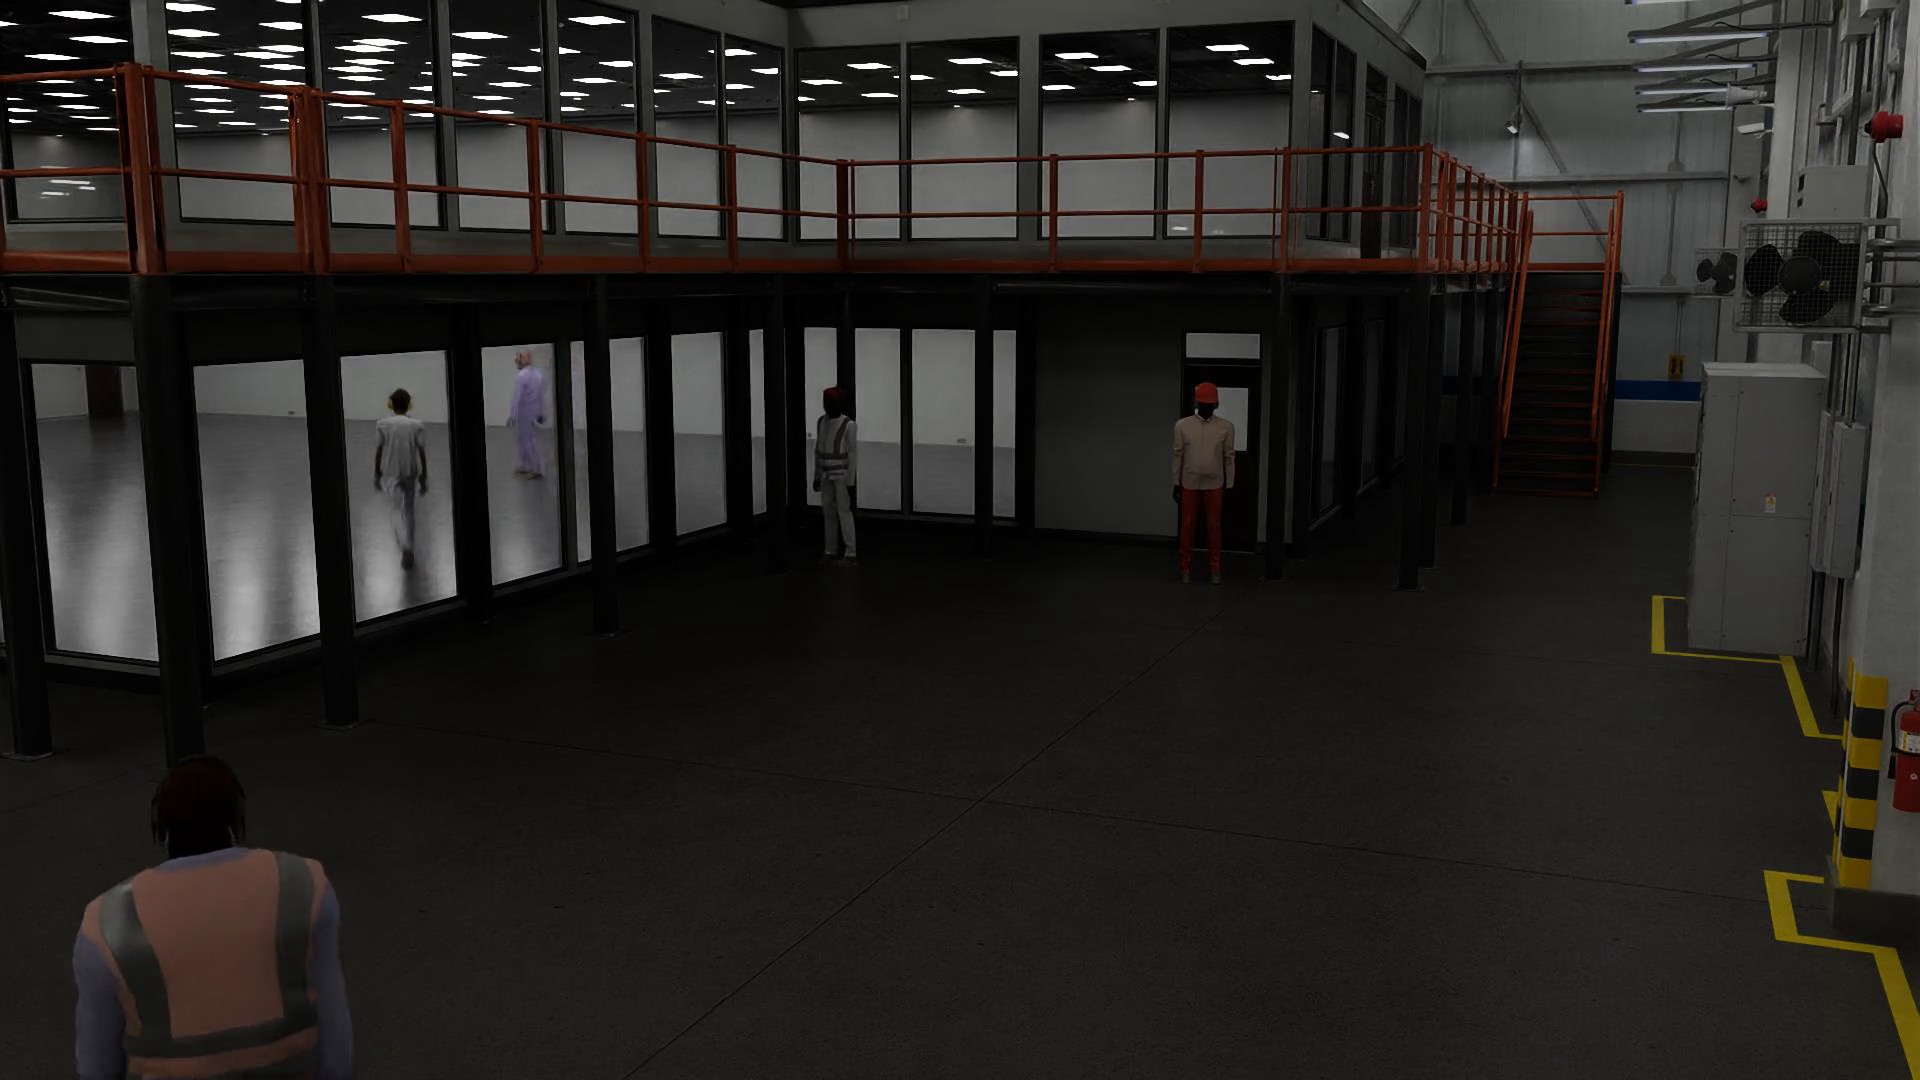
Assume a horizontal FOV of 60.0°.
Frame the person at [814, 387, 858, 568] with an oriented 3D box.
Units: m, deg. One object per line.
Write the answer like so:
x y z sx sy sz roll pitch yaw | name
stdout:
-1.281 -0.646 17.163 0.344 1.877 0.574 -9 13 -43 | person

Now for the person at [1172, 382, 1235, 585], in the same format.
2.370 -0.547 16.207 0.612 1.986 0.406 1 9 7 | person

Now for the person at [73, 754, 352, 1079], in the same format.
-1.962 1.446 4.398 0.642 1.817 0.595 -5 10 -28 | person
